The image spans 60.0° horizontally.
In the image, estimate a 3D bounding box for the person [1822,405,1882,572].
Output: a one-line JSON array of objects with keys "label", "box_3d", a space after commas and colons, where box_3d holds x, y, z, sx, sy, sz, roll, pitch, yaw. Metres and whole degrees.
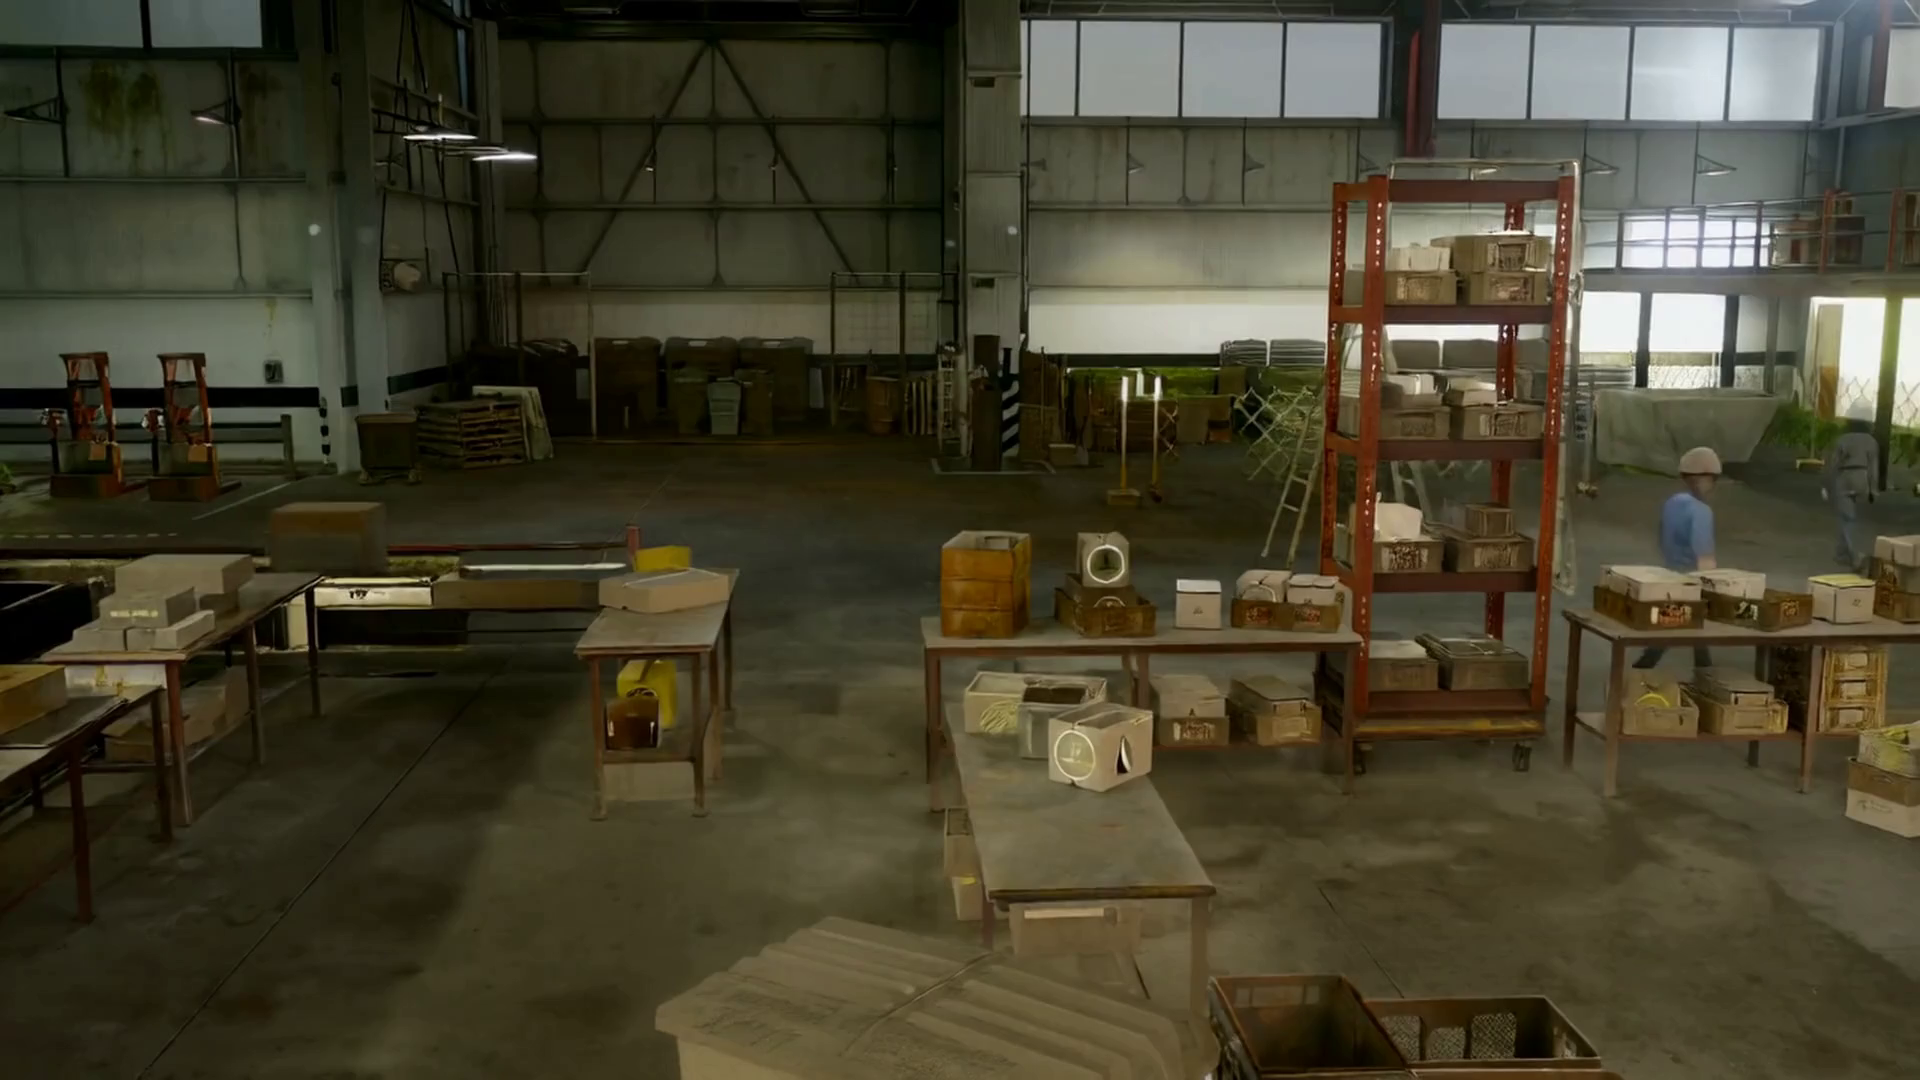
[{"label": "person", "box_3d": [9.222, -0.539, 17.139, 0.488, 1.711, 0.852, 0, 9, 0]}]

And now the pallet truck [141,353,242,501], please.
[{"label": "pallet truck", "box_3d": [-10.520, -1.604, 22.925, 0.823, 1.965, 1.885, -1, 9, -6]}]

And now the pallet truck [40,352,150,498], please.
[{"label": "pallet truck", "box_3d": [-11.907, -1.642, 23.165, 0.823, 1.965, 1.885, 0, 9, 0]}]

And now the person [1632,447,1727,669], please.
[{"label": "person", "box_3d": [4.880, 0.316, 11.219, 1.007, 1.894, 0.566, 1, 9, 3]}]

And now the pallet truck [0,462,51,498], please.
[{"label": "pallet truck", "box_3d": [-13.193, -1.293, 23.148, 0.653, 1.274, 1.630, -1, 9, -4]}]
